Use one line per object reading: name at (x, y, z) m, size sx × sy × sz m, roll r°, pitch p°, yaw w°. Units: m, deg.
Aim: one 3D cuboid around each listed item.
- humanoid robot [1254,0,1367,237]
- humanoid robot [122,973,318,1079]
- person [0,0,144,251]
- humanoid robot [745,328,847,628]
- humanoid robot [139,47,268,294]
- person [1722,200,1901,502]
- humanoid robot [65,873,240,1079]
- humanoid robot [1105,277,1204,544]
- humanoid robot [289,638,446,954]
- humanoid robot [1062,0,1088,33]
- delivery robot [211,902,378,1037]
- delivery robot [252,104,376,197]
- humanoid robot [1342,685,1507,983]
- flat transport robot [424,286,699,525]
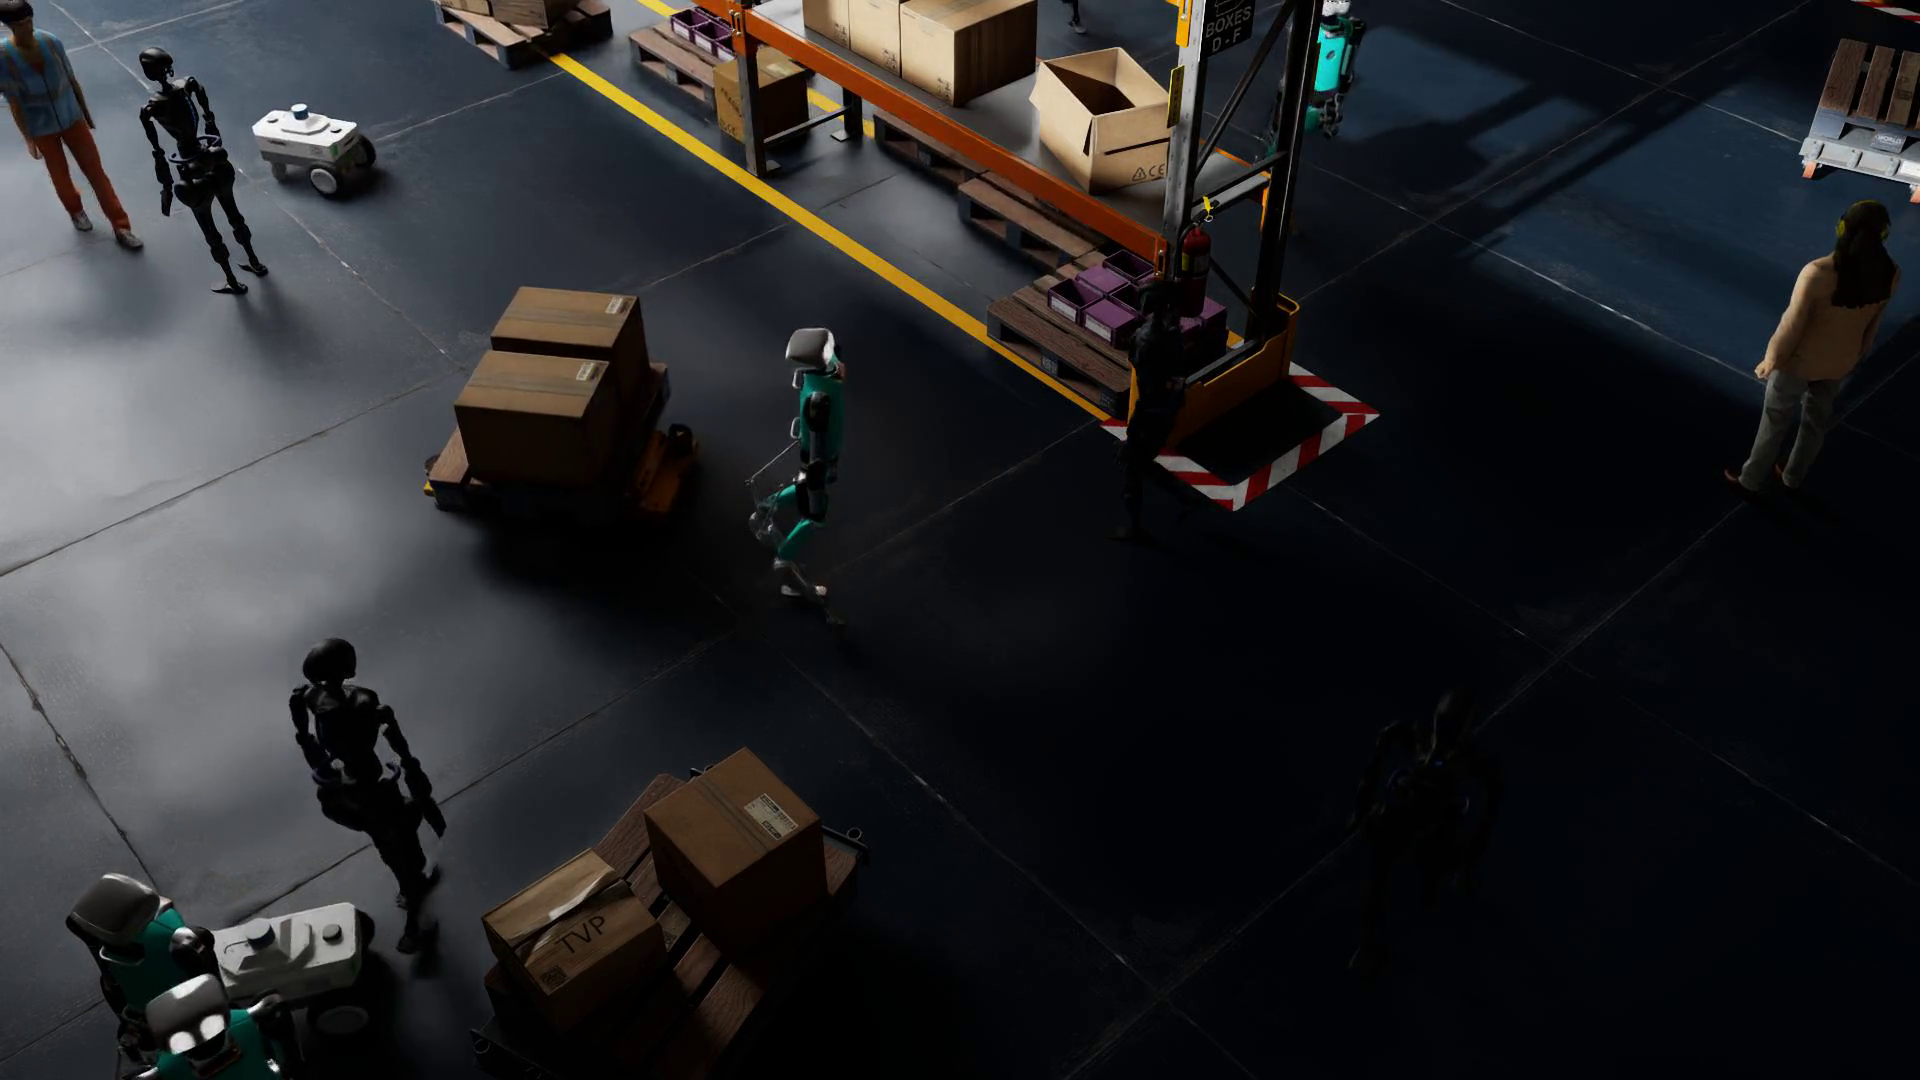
humanoid robot at (2.222, -3.001, 11.290) m, size 0.542 × 1.764 × 0.940 m, roll -14°, pitch 44°, yaw -15°
humanoid robot at (-2.580, 1.966, 5.889) m, size 0.530 × 1.778 × 0.921 m, roll -31°, pitch 51°, yaw -29°
person at (-5.990, -2.762, 11.015) m, size 0.497 × 1.730 × 0.788 m, roll -31°, pitch 51°, yaw -29°
humanoid robot at (-0.878, -0.292, 8.326) m, size 0.688 × 1.796 × 0.540 m, roll 2°, pitch 43°, yaw 2°
humanoid robot at (-4.868, -2.352, 10.603) m, size 0.315 × 1.657 × 0.599 m, roll 15°, pitch 45°, yaw 16°
person at (4.611, -0.977, 8.974) m, size 0.553 × 1.875 × 0.397 m, roll -3°, pitch 43°, yaw -3°
humanoid robot at (-2.828, 1.925, 5.859) m, size 0.530 × 1.721 × 0.695 m, roll 12°, pitch 44°, yaw 13°
humanoid robot at (1.069, -0.625, 8.736) m, size 0.499 × 1.647 × 0.608 m, roll 15°, pitch 45°, yaw 16°
humanoid robot at (-2.466, 1.065, 6.915) m, size 0.602 × 1.654 × 0.433 m, roll 12°, pitch 44°, yaw 13°
humanoid robot at (0.951, -5.049, 13.595) m, size 0.586 × 1.651 × 0.773 m, roll -15°, pitch 45°, yaw -15°
delivery robot at (-2.815, 1.786, 6.954) m, size 0.784 × 0.612 × 0.513 m, roll -11°, pitch 44°, yaw -12°
delivery robot at (-4.645, -2.834, 11.981) m, size 0.785 × 0.614 × 0.516 m, roll 11°, pitch 44°, yaw 12°
humanoid robot at (1.914, 1.128, 6.838) m, size 0.595 × 1.631 × 0.633 m, roll 21°, pitch 47°, yaw 21°
flat transport robot at (-2.292, -0.445, 9.579) m, size 1.431 × 0.231 × 0.659 m, roll 6°, pitch 43°, yaw 6°
